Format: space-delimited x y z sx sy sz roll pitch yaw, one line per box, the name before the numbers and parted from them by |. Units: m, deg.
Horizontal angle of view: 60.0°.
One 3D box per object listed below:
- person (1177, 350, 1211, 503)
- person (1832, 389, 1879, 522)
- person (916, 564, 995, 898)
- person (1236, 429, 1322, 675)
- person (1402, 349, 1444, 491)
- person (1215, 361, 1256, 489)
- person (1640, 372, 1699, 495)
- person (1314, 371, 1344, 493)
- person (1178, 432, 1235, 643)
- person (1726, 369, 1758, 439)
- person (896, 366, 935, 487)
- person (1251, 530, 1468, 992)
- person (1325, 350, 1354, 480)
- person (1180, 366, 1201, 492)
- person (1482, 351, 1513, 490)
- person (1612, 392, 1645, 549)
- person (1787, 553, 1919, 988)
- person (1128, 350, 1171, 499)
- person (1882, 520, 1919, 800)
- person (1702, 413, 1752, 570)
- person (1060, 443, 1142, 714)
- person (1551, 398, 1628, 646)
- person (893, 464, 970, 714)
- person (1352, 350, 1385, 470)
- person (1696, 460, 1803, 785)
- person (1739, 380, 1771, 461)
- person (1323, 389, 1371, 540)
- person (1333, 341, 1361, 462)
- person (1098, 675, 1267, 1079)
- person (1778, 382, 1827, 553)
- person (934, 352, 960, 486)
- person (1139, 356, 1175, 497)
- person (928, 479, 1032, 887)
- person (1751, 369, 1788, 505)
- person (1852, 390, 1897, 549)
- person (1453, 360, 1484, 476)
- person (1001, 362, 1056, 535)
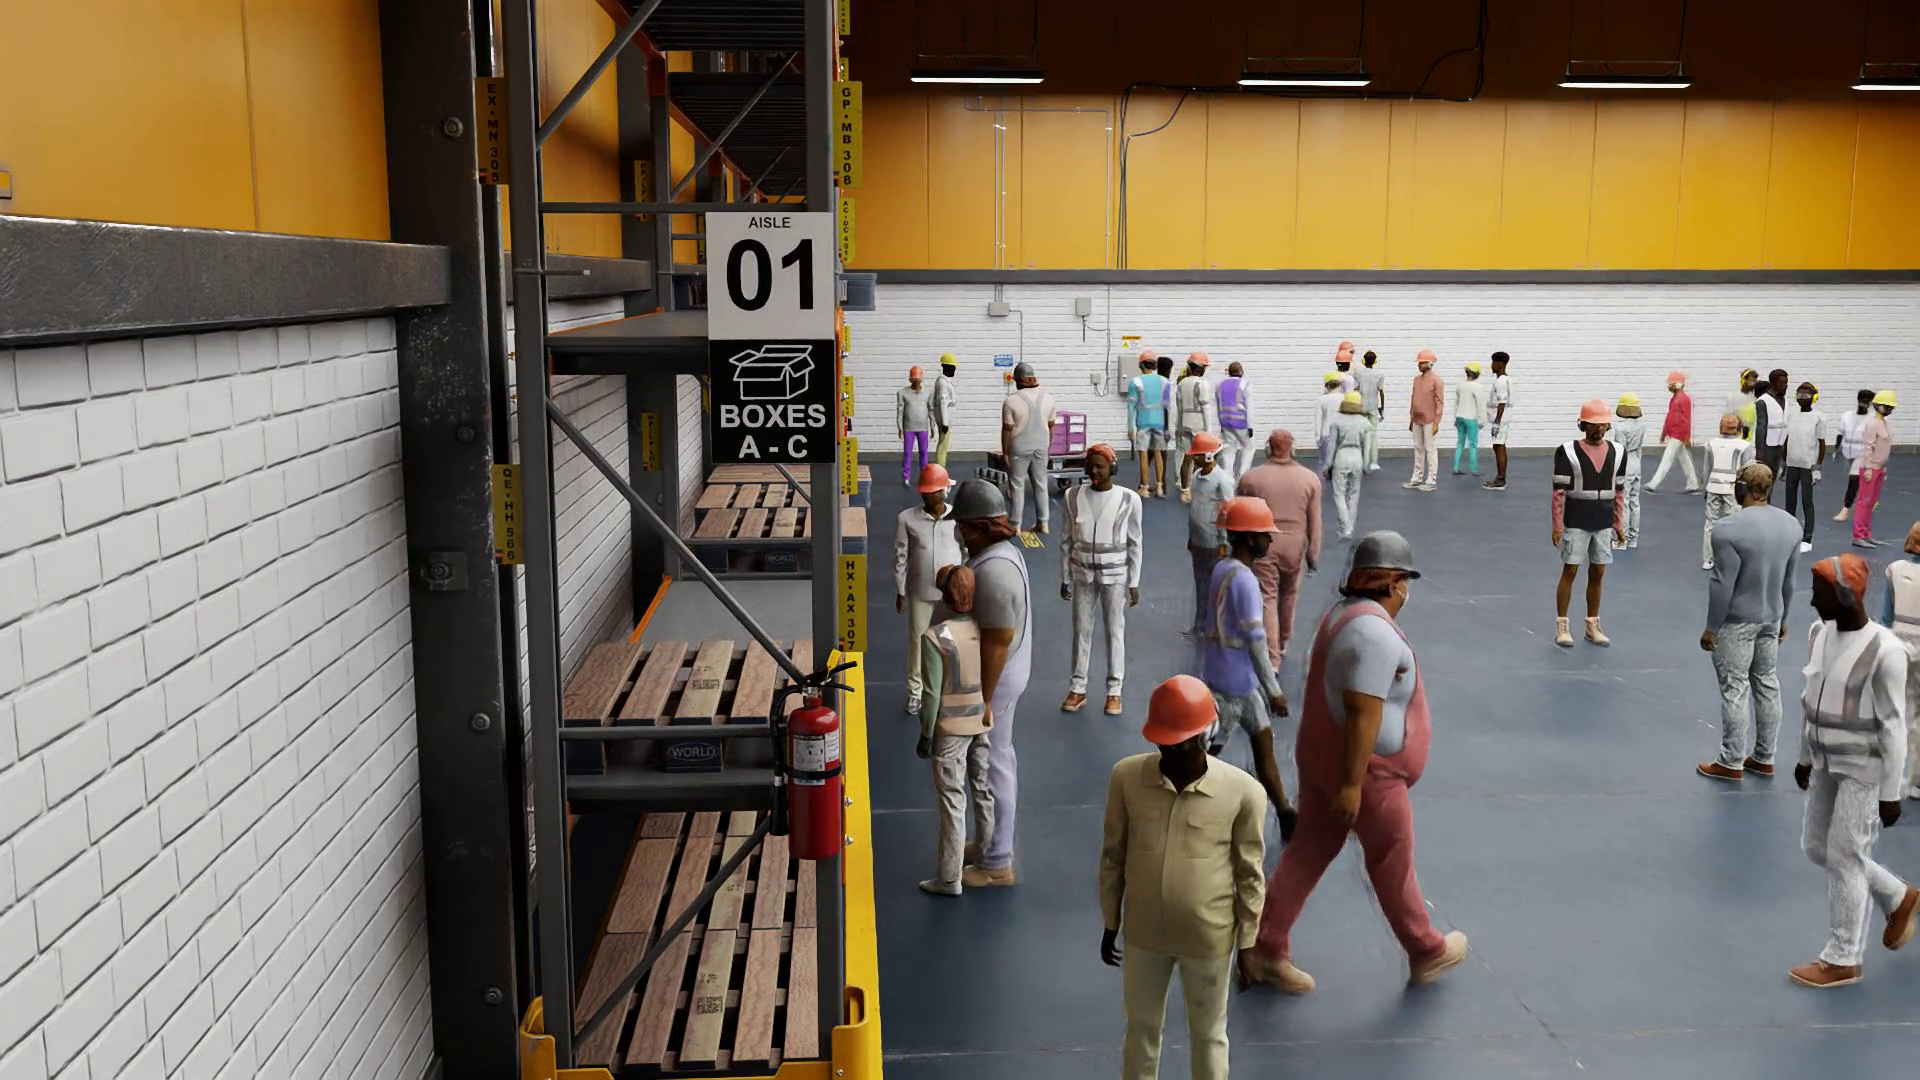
person | 3.134 -1.485 22.041 0.374 2.043 0.608 -5 10 -30
person | 11.165 -1.060 20.587 0.848 1.658 0.540 -4 10 -25
person | 0.007 0.928 8.143 0.514 1.641 0.307 -8 12 -42
person | 2.434 0.067 12.895 0.656 1.846 1.002 0 9 1
person | 6.557 -1.692 23.484 0.381 1.994 0.621 -4 10 -24
person | 3.934 -1.618 23.568 0.648 1.819 0.553 9 13 44
person | 9.833 -1.463 22.941 0.896 1.703 0.585 2 9 11
person | 5.112 -1.443 22.791 0.529 1.723 0.898 0 9 2
person | 2.035 -0.023 13.773 0.343 1.744 0.573 -4 10 -23
person | 10.390 -1.365 22.051 0.559 1.793 0.988 -1 9 -7
person | -0.626 -1.631 23.891 0.570 1.745 0.347 -2 9 -14
person | 1.692 0.906 7.028 1.006 2.000 0.748 -1 9 -9
person | 5.617 -1.826 24.501 0.360 1.939 0.543 -6 11 -34
person | 3.235 -1.471 22.671 0.459 1.813 0.627 0 9 3
person | 7.649 -1.698 23.608 0.361 1.963 0.618 4 10 25
person | 7.379 -0.766 18.457 0.487 1.744 0.294 -7 12 -38
person | 3.909 0.976 7.161 0.644 1.864 0.639 -1 9 -6
person | 2.568 -1.567 22.635 0.618 2.024 0.474 -2 9 -14
person | 5.563 0.687 9.660 0.308 1.639 0.511 -2 9 -15
person | 7.818 -0.474 16.983 0.312 1.634 0.514 -6 11 -34
person | 0.967 0.269 11.524 0.575 1.883 0.362 3 10 20
person | 5.145 -0.139 13.582 0.616 2.041 0.378 -1 9 -4
person | -0.175 0.338 11.499 0.575 1.746 0.331 -1 9 -4
person | 6.364 -2.026 25.972 0.535 1.869 0.314 3 9 16
person | 4.710 0.492 9.948 0.634 1.937 0.355 -3 10 -20
person | 10.325 -1.222 21.504 0.554 1.671 0.547 9 13 44
person | 4.460 -0.855 19.122 0.504 1.757 0.436 -1 9 -5
person | 6.146 -2.162 26.446 0.392 1.990 0.614 7 12 39
person | 0.719 1.293 5.522 0.560 1.743 0.338 3 10 21
person | 9.228 -0.801 18.267 0.324 1.875 0.518 -5 10 -26
person | -0.194 -1.747 24.047 0.382 1.923 0.593 0 9 2
person | 2.690 -1.568 22.893 0.413 1.943 0.639 -3 10 -20
person | 0.085 0.698 8.333 0.536 2.000 0.688 1 9 6
person | 9.746 -1.106 20.046 0.597 1.916 0.371 -7 12 -38
person | 10.233 -0.794 18.569 0.527 1.765 0.329 -8 12 -42
person | 7.697 -1.842 25.169 0.345 1.766 0.529 -4 10 -24
person | 0.756 -1.080 19.495 0.682 2.000 0.535 -4 10 -25
